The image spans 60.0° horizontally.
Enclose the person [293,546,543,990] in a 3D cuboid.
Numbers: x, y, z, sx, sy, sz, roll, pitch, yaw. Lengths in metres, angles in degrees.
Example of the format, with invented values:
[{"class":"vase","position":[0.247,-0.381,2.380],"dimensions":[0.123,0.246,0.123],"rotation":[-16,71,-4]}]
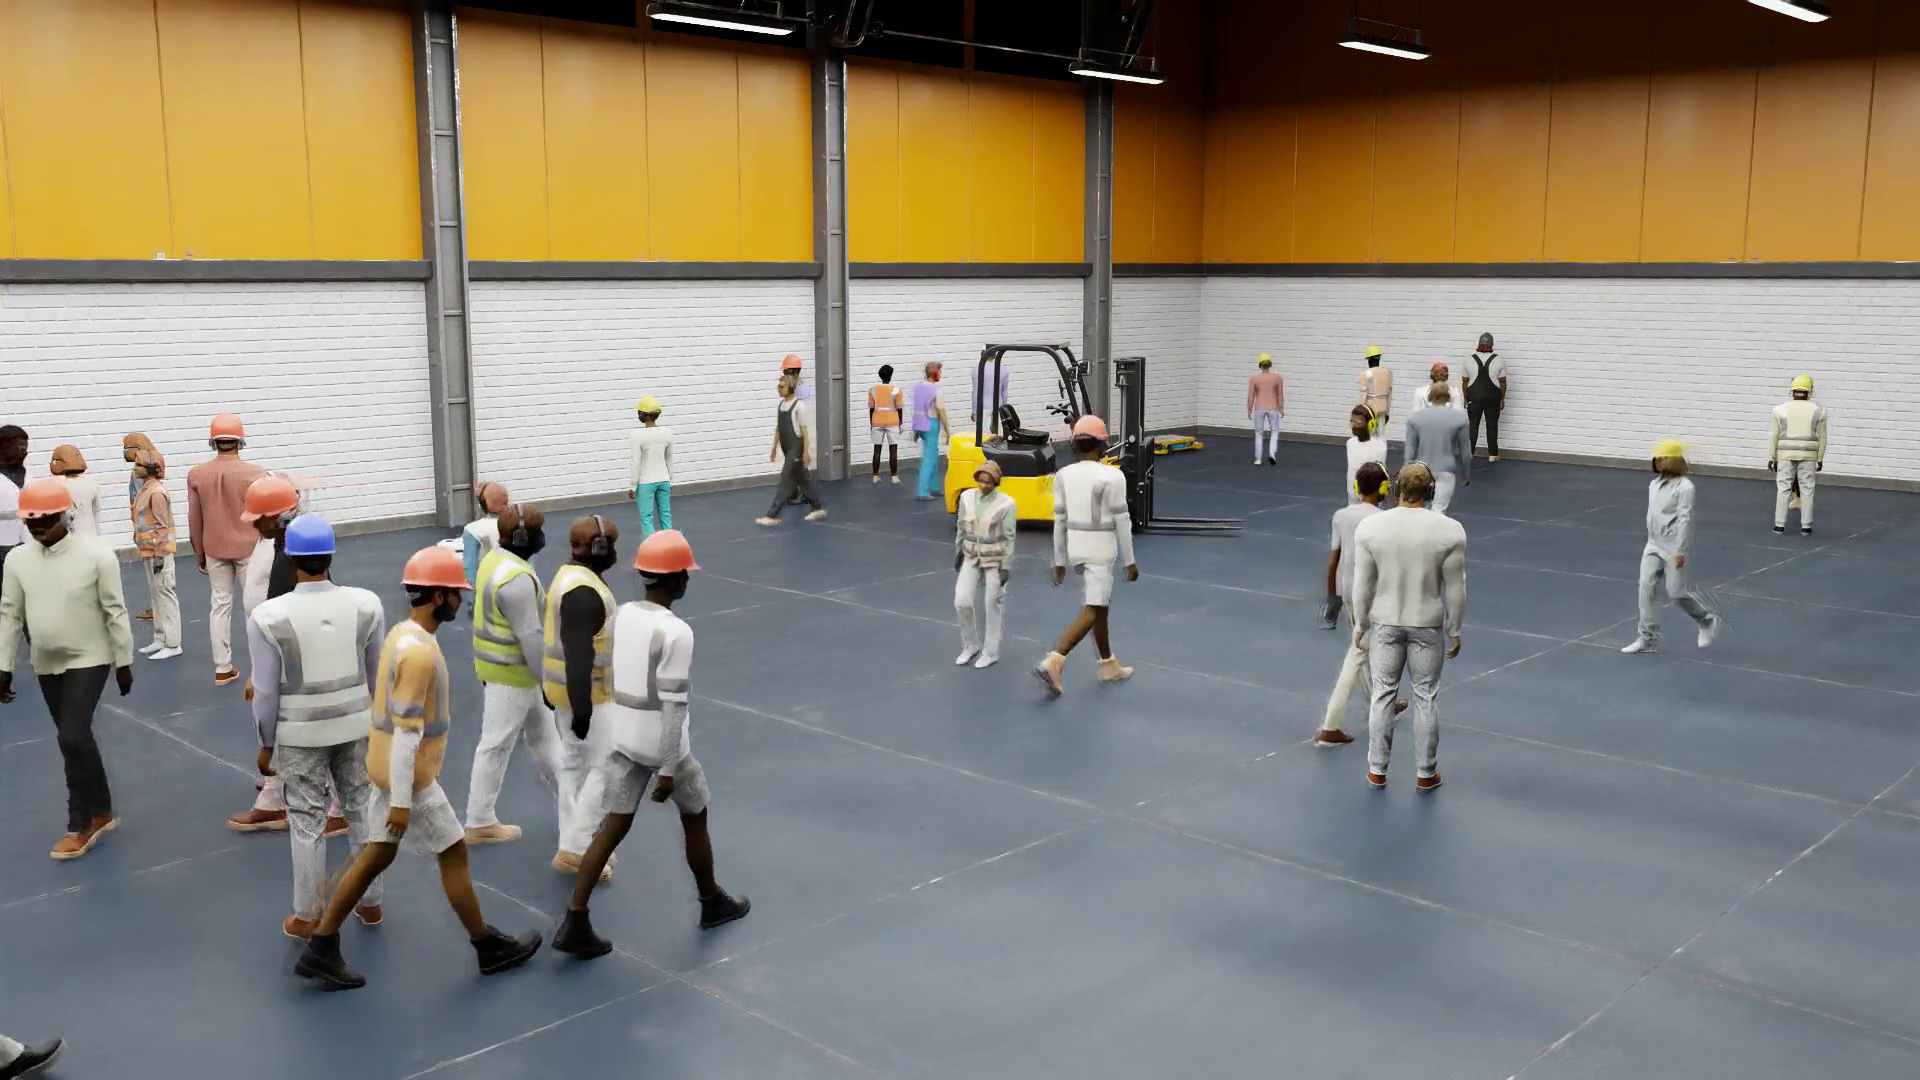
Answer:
[{"class":"person","position":[-2.340,0.972,6.987],"dimensions":[1.014,1.881,0.593],"rotation":[-4,10,-25]}]

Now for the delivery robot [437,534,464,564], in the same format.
[{"class":"delivery robot","position":[-4.650,0.109,16.011],"dimensions":[0.707,0.478,0.477],"rotation":[-1,9,-4]}]

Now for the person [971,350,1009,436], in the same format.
[{"class":"person","position":[0.426,-1.921,24.514],"dimensions":[0.632,1.940,0.372],"rotation":[-6,11,-33]}]

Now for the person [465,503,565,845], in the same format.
[{"class":"person","position":[-2.260,0.702,8.855],"dimensions":[0.903,1.798,0.654],"rotation":[-4,10,-21]}]

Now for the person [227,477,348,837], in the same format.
[{"class":"person","position":[-3.592,0.641,8.769],"dimensions":[0.812,1.948,0.609],"rotation":[-4,10,-22]}]

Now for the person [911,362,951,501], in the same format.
[{"class":"person","position":[-0.325,-1.423,21.821],"dimensions":[0.717,1.817,0.597],"rotation":[-7,11,-35]}]

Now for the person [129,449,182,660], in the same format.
[{"class":"person","position":[-6.278,0.107,12.986],"dimensions":[0.309,1.645,0.514],"rotation":[-7,12,-37]}]

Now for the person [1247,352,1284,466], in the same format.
[{"class":"person","position":[4.700,-2.006,25.589],"dimensions":[0.568,1.757,0.415],"rotation":[1,9,8]}]

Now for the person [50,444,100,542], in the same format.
[{"class":"person","position":[-7.109,0.047,13.380],"dimensions":[0.279,1.634,0.499],"rotation":[2,9,12]}]

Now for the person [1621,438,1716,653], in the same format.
[{"class":"person","position":[5.628,0.047,13.094],"dimensions":[0.688,1.724,0.488],"rotation":[-3,10,-18]}]

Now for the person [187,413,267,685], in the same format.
[{"class":"person","position":[-5.276,0.071,12.118],"dimensions":[0.622,1.996,0.369],"rotation":[0,9,0]}]

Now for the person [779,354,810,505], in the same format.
[{"class":"person","position":[-2.145,-1.421,21.447],"dimensions":[0.361,1.939,0.543],"rotation":[-6,11,-32]}]

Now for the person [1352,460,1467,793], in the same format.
[{"class":"person","position":[2.598,0.504,9.647],"dimensions":[0.636,1.939,0.364],"rotation":[3,10,18]}]

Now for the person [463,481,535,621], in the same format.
[{"class":"person","position":[-3.072,0.401,11.311],"dimensions":[0.819,1.601,0.528],"rotation":[9,13,43]}]

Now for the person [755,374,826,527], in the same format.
[{"class":"person","position":[-2.002,-1.077,19.792],"dimensions":[0.982,1.800,0.528],"rotation":[-7,11,-35]}]

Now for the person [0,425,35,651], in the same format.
[{"class":"person","position":[-7.328,0.045,12.680],"dimensions":[0.943,1.875,0.623],"rotation":[1,9,3]}]

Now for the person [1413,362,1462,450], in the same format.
[{"class":"person","position":[6.009,-1.279,20.814],"dimensions":[0.601,1.860,0.745],"rotation":[-1,9,-4]}]

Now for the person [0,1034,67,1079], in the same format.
[{"class":"person","position":[-3.649,1.218,5.760],"dimensions":[0.614,1.777,0.942],"rotation":[8,12,41]}]

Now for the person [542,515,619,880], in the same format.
[{"class":"person","position":[-1.866,0.785,8.339],"dimensions":[0.436,1.813,0.659],"rotation":[-4,10,-21]}]

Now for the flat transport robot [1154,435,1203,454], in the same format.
[{"class":"flat transport robot","position":[3.383,-1.590,27.582],"dimensions":[0.652,0.197,1.431],"rotation":[7,12,38]}]

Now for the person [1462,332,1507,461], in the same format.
[{"class":"person","position":[8.286,-2.263,26.297],"dimensions":[0.684,2.000,0.538],"rotation":[4,10,23]}]

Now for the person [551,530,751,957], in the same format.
[{"class":"person","position":[-1.399,0.901,7.391],"dimensions":[0.545,1.895,0.996],"rotation":[7,12,38]}]

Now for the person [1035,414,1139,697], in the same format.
[{"class":"person","position":[0.886,0.106,11.914],"dimensions":[0.990,2.005,0.622],"rotation":[-8,12,-41]}]

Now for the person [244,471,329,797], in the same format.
[{"class":"person","position":[-3.849,0.550,9.481],"dimensions":[0.407,1.904,0.639],"rotation":[-7,11,-36]}]

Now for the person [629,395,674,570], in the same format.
[{"class":"person","position":[-3.109,-0.572,16.764],"dimensions":[0.300,1.772,0.532],"rotation":[9,13,42]}]

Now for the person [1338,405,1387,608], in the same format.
[{"class":"person","position":[3.519,-0.271,14.684],"dimensions":[0.629,1.844,0.560],"rotation":[-5,11,-29]}]

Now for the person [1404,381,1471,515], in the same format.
[{"class":"person","position":[4.930,-0.692,17.160],"dimensions":[0.640,1.885,1.025],"rotation":[5,11,30]}]

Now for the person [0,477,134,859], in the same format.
[{"class":"person","position":[-4.688,0.658,8.607],"dimensions":[0.636,1.963,0.766],"rotation":[1,9,9]}]

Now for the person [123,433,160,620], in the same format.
[{"class":"person","position":[-7.057,-0.122,14.455],"dimensions":[0.288,1.622,0.494],"rotation":[-2,9,-12]}]

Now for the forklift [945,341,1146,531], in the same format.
[{"class":"forklift","position":[0.977,-1.223,19.452],"dimensions":[2.313,2.155,1.214],"rotation":[2,9,11]}]

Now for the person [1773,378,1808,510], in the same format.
[{"class":"person","position":[10.498,-1.210,20.906],"dimensions":[0.369,1.683,0.559],"rotation":[0,9,-2]}]

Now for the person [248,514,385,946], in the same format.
[{"class":"person","position":[-2.868,0.851,7.493],"dimensions":[0.605,1.948,0.388],"rotation":[-8,12,-39]}]

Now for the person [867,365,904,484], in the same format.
[{"class":"person","position":[-1.049,-1.627,23.481],"dimensions":[0.530,1.689,0.321],"rotation":[3,10,16]}]

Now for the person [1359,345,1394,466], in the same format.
[{"class":"person","position":[6.049,-1.884,24.342],"dimensions":[0.585,1.921,0.373],"rotation":[-5,10,-27]}]

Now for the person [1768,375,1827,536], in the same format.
[{"class":"person","position":[9.537,-0.963,18.961],"dimensions":[0.589,1.835,0.404],"rotation":[4,10,24]}]

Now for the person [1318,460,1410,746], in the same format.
[{"class":"person","position":[2.640,0.394,10.740],"dimensions":[1.012,1.803,0.488],"rotation":[-7,12,-37]}]

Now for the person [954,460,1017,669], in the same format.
[{"class":"person","position":[0.176,0.187,12.558],"dimensions":[0.583,1.610,0.425],"rotation":[6,11,32]}]
